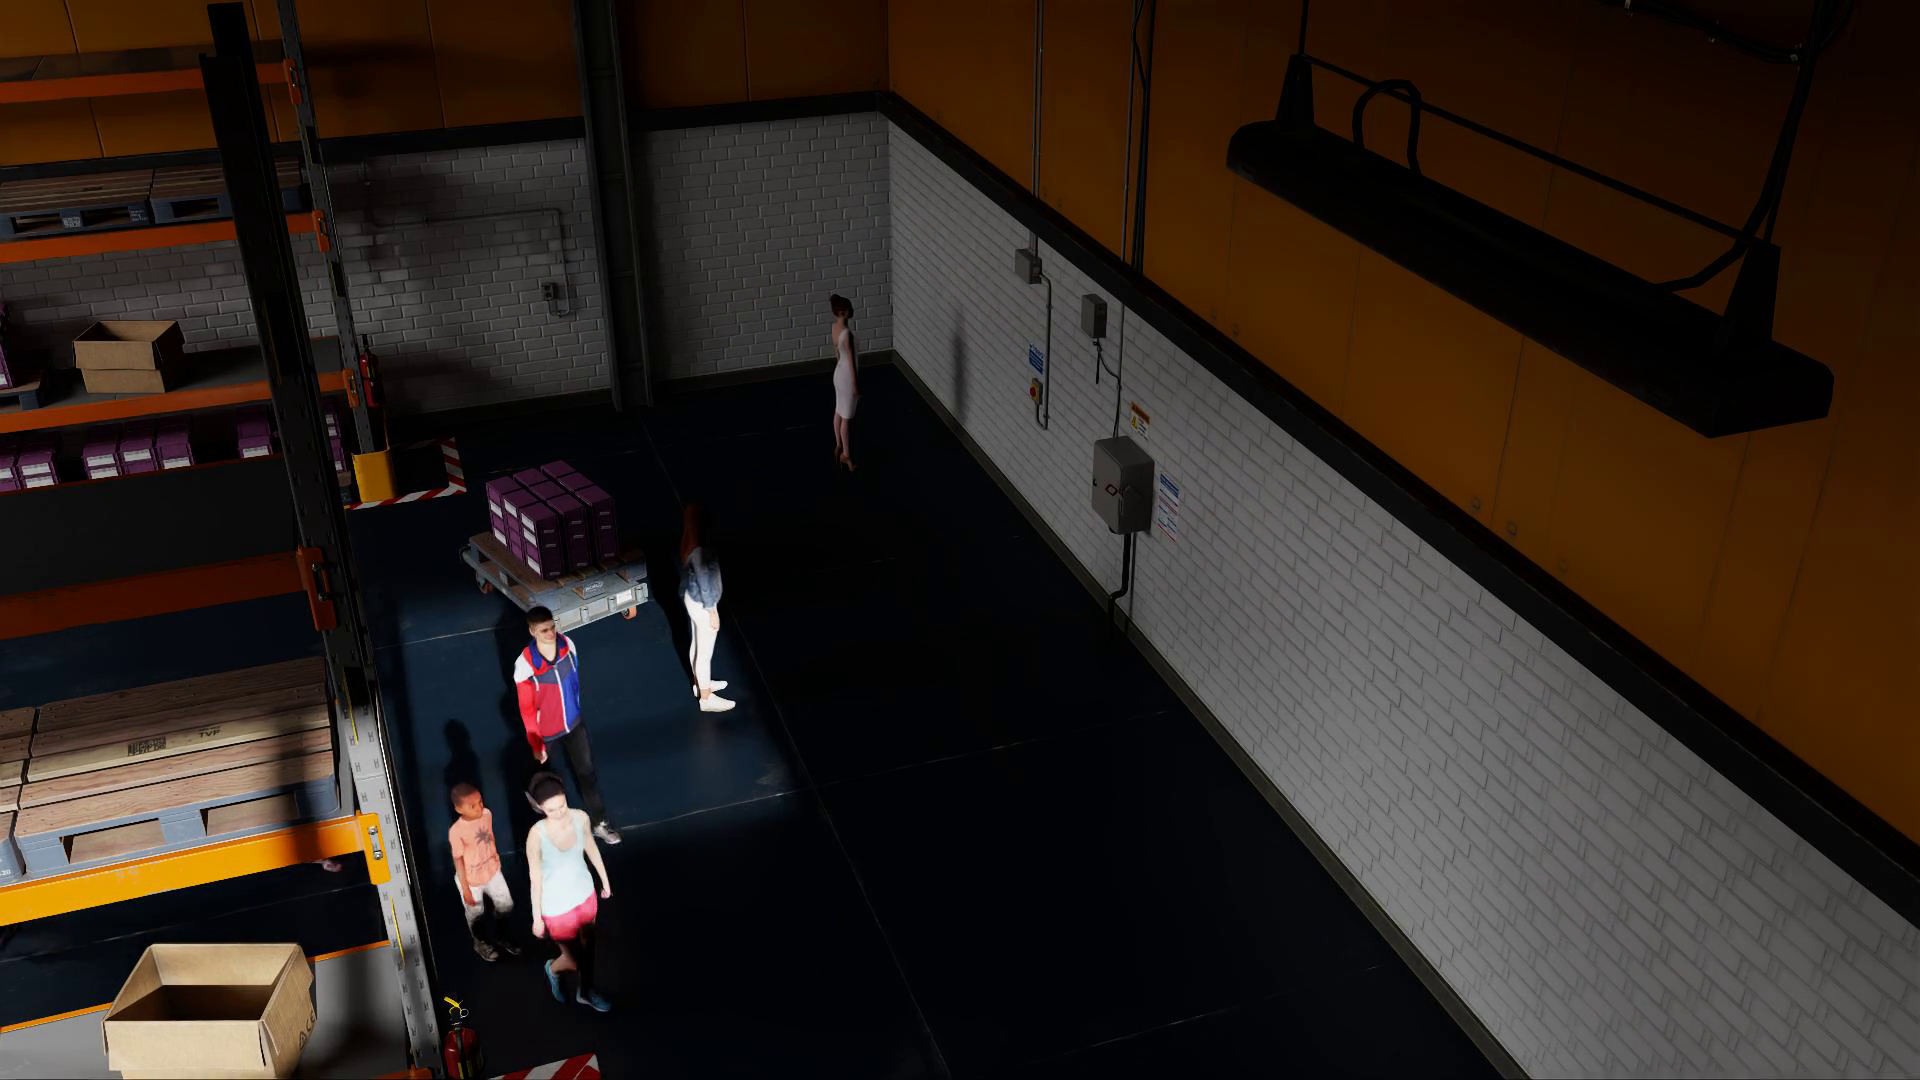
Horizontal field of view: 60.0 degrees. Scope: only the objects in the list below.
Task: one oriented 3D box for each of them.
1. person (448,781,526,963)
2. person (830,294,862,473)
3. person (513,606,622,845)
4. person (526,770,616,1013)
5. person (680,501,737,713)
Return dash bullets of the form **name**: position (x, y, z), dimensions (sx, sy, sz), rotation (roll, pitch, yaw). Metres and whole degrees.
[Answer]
- **person**: position (-2.976, 1.996, 10.116), dimensions (0.631, 1.301, 0.561), rotation (24, 36, 36)
- **person**: position (-1.116, -1.521, 16.053), dimensions (0.480, 1.791, 0.576), rotation (-11, 30, -19)
- **person**: position (-2.780, 1.199, 11.150), dimensions (1.207, 1.711, 1.033), rotation (-25, 37, -38)
- **person**: position (-2.313, 2.050, 9.541), dimensions (0.904, 1.758, 0.833), rotation (19, 34, 31)
- **person**: position (-1.948, 0.483, 12.470), dimensions (0.524, 1.702, 0.620), rotation (-8, 30, -14)
